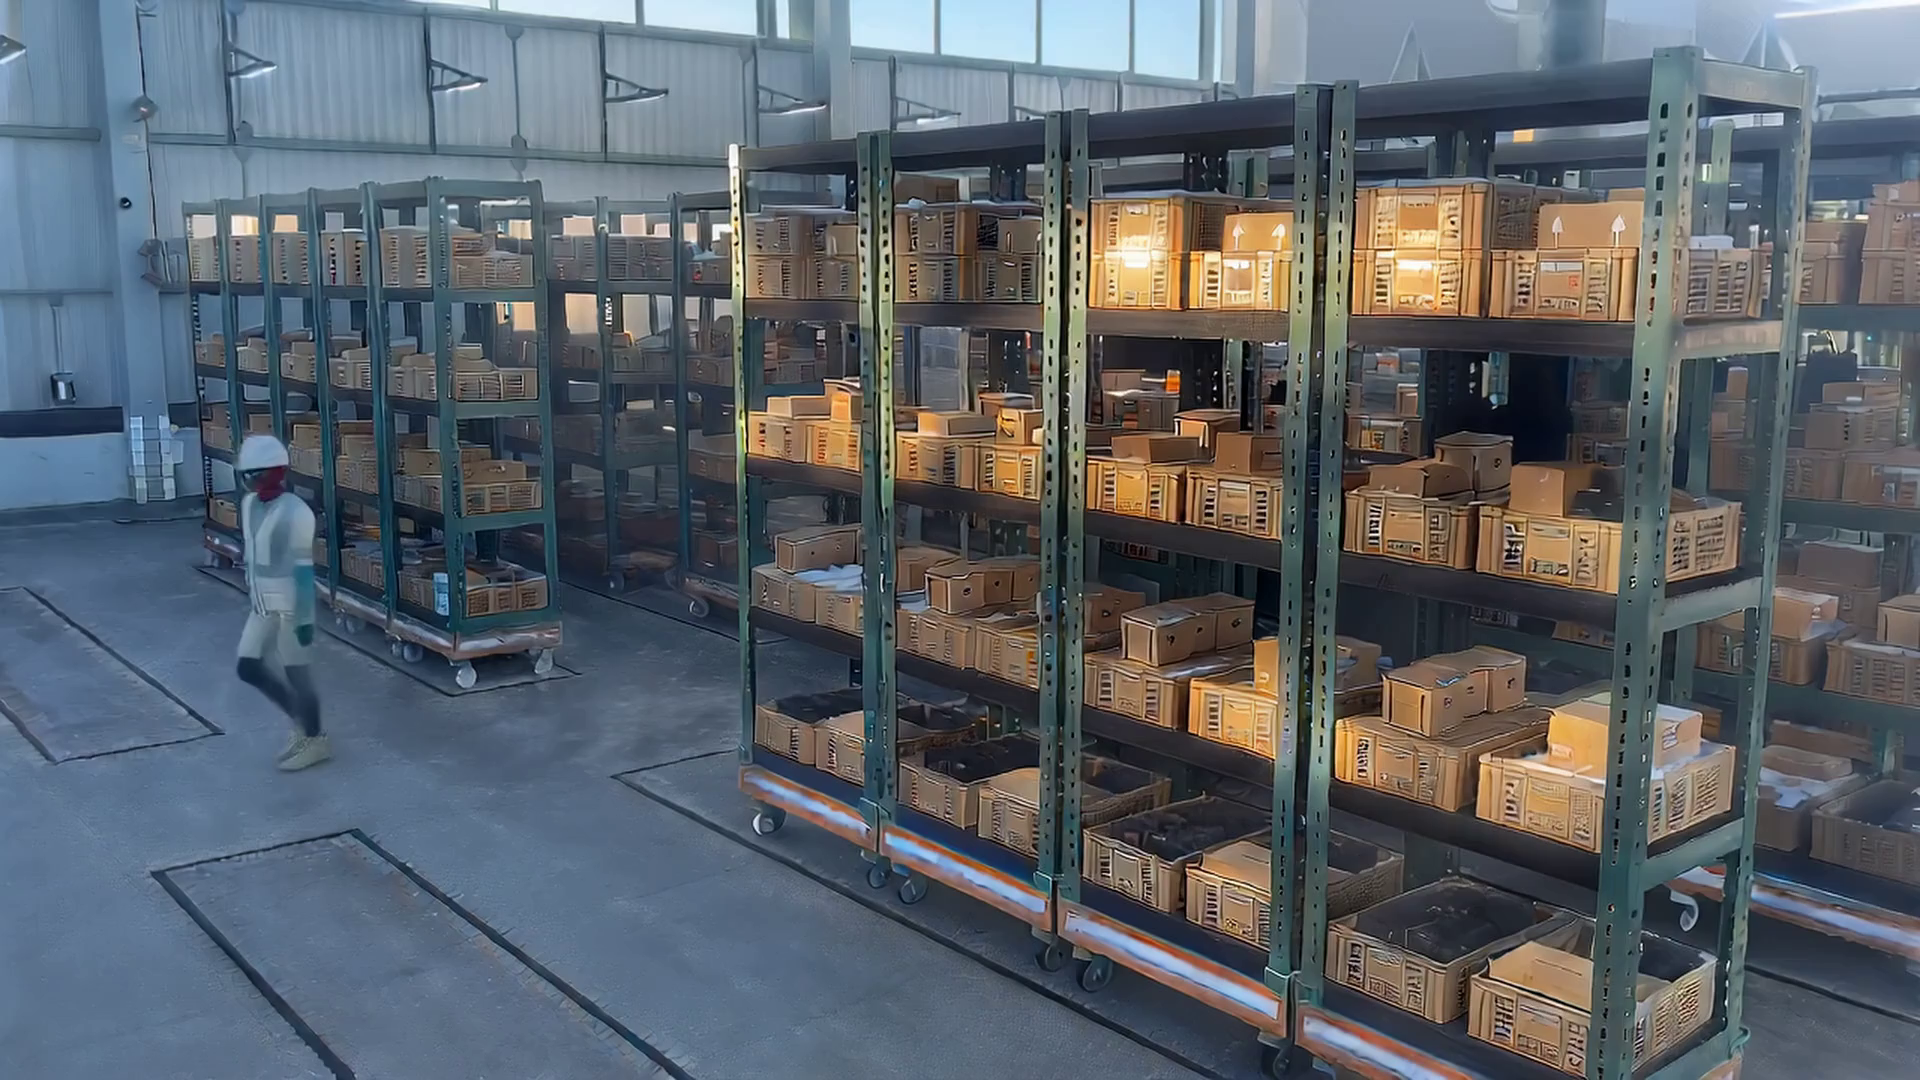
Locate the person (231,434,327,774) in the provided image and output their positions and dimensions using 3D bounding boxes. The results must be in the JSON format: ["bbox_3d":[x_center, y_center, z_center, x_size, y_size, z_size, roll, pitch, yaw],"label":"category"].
[{"bbox_3d":[-4.022,0.385,9.813,0.654,2.029,0.478,6,11,33],"label":"person"}]
